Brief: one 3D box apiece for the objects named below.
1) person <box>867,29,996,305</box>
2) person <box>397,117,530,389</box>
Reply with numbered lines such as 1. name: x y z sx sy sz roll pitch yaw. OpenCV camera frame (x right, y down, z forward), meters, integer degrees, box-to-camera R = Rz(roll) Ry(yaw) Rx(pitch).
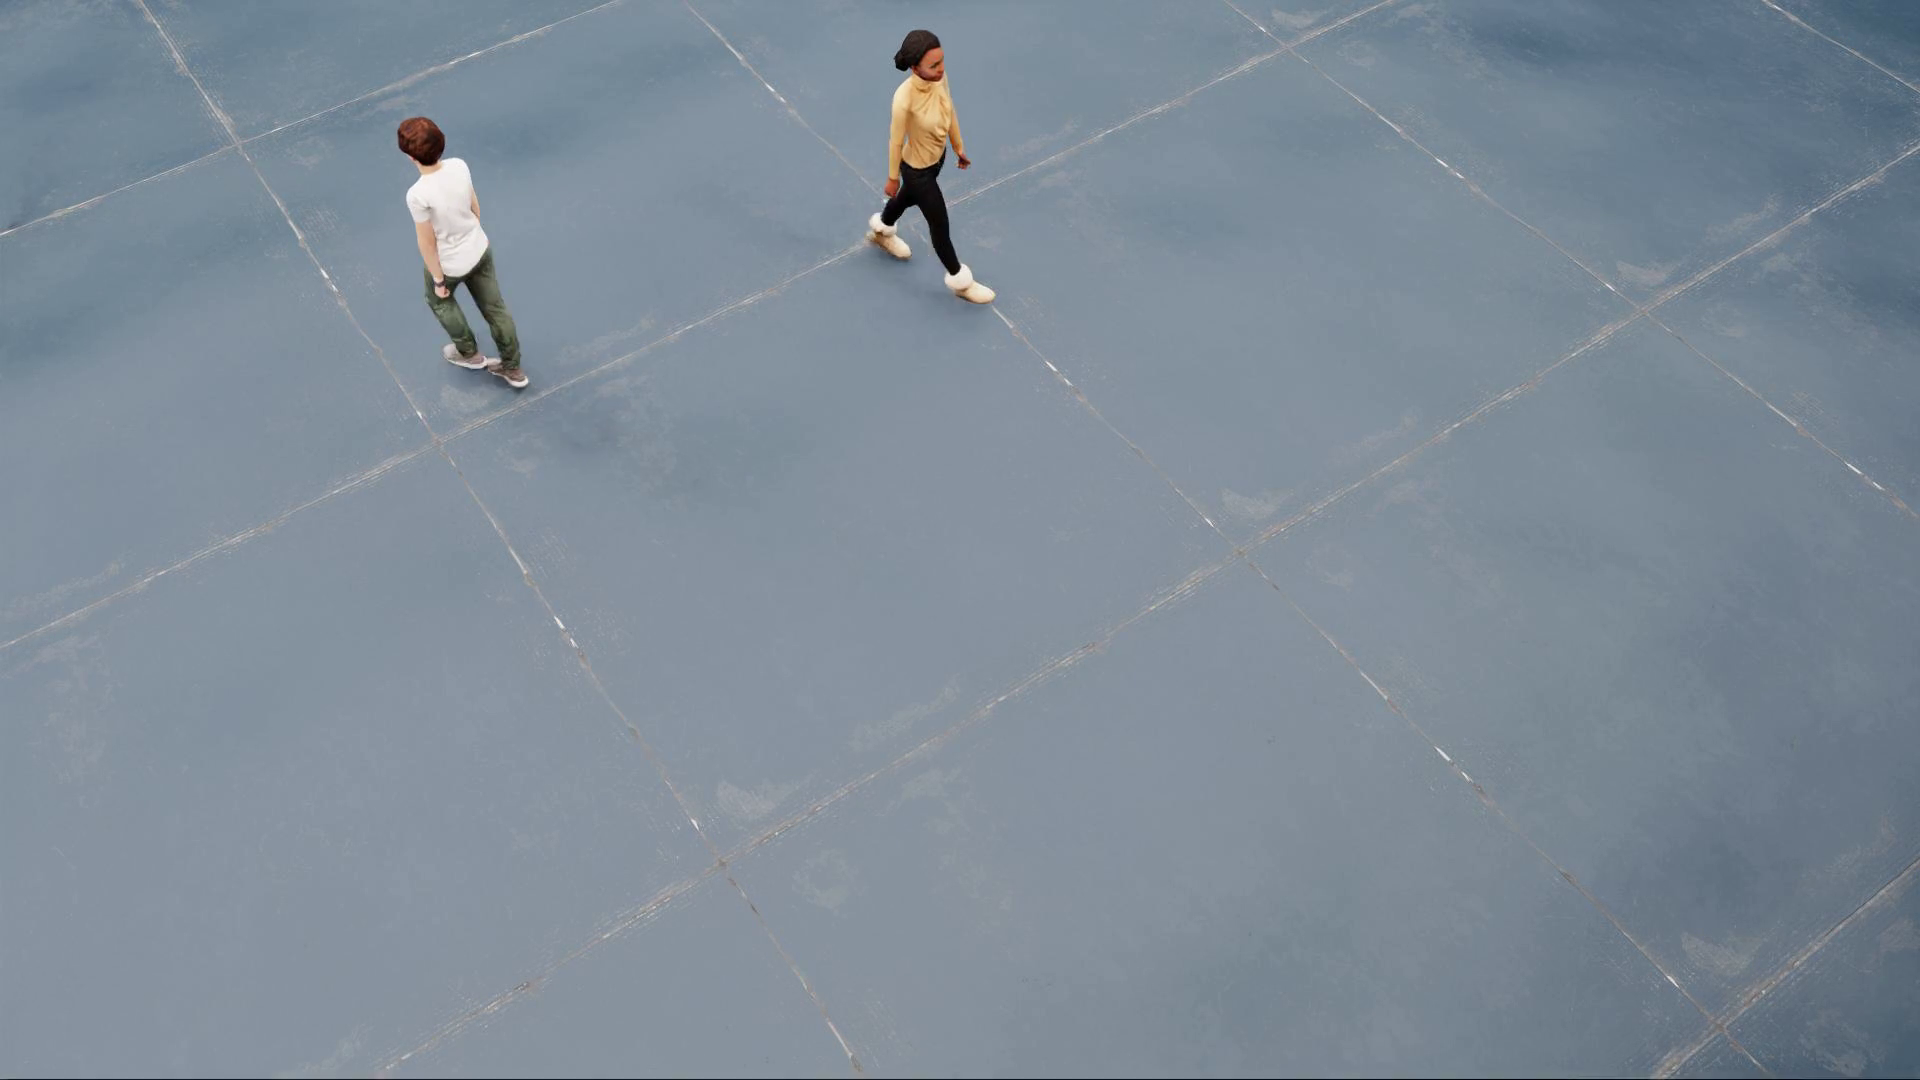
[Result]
1. person: -0.270 -2.059 8.985 1.214 1.616 0.914 26 57 19
2. person: -2.483 -1.394 8.457 0.864 1.636 0.742 29 58 21
